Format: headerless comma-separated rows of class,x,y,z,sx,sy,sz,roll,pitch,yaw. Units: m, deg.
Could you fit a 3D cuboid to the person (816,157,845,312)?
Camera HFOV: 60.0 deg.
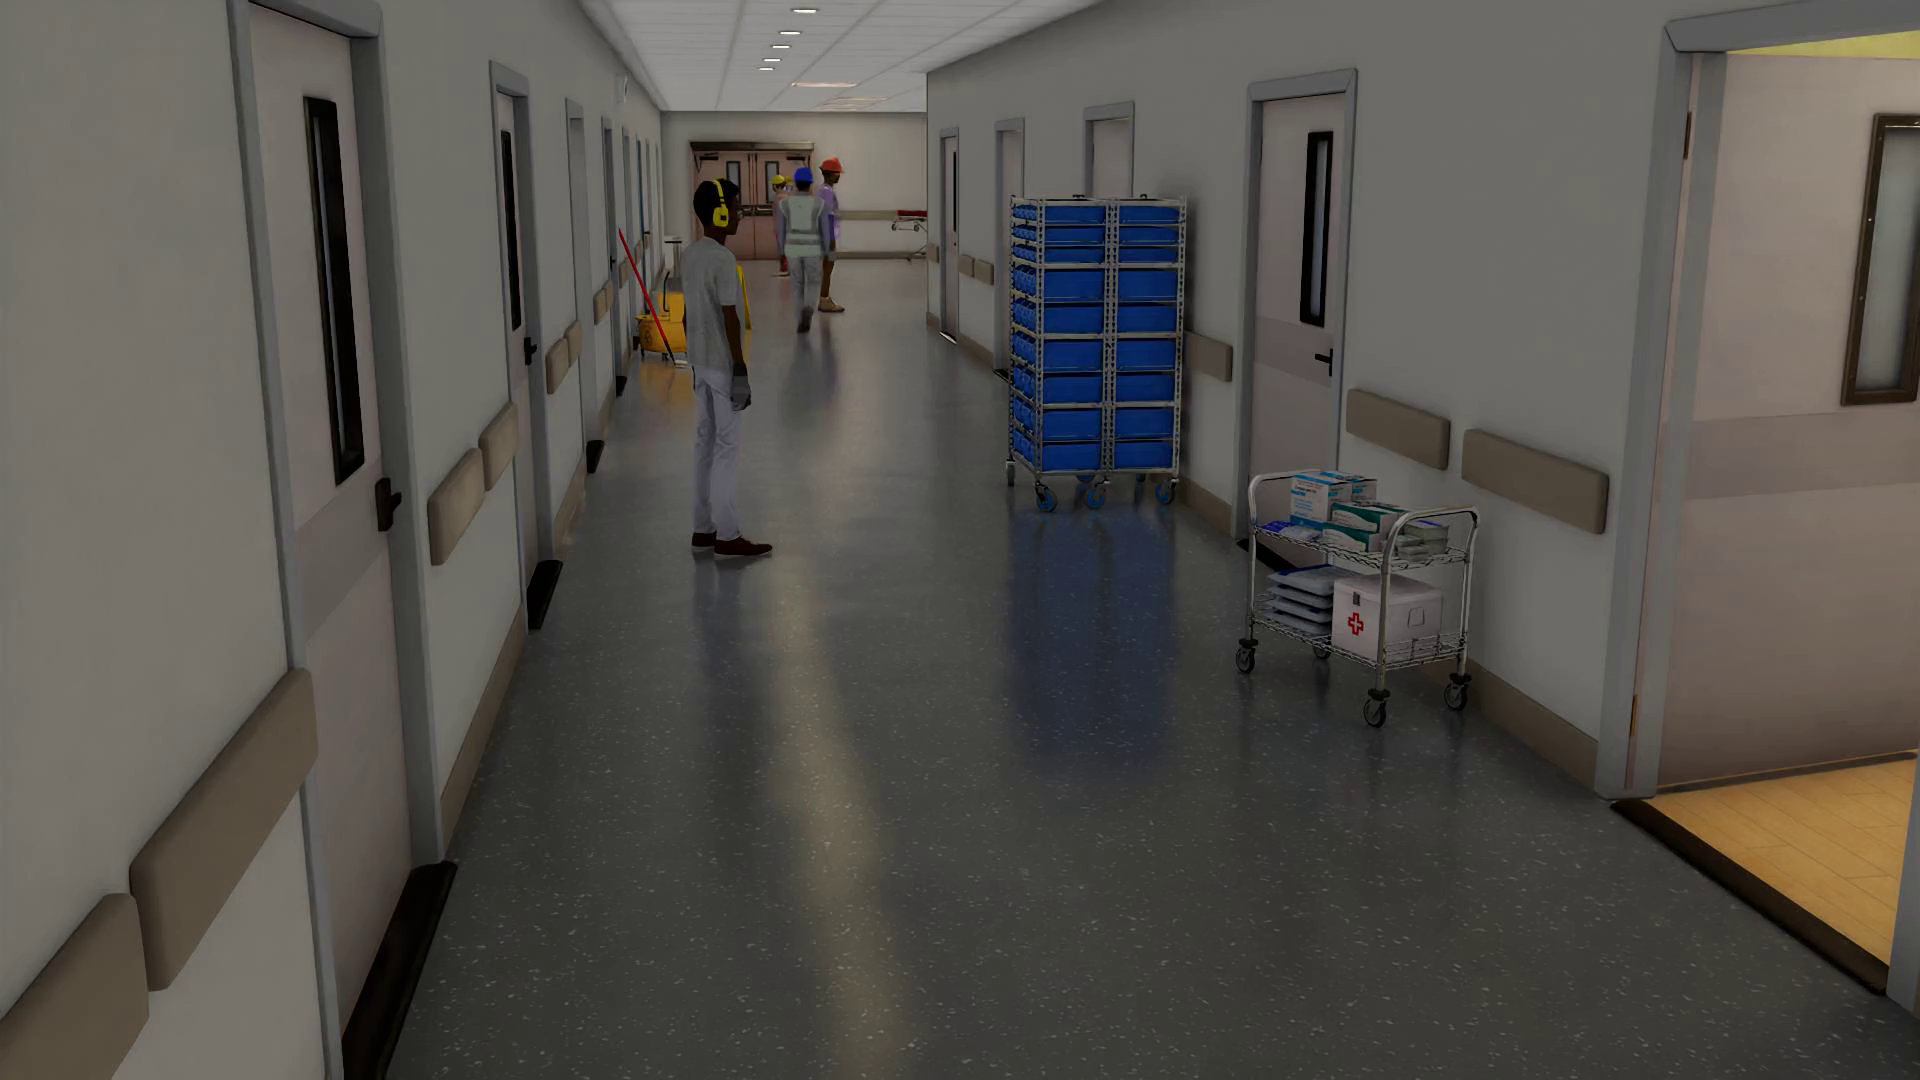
person,-1.726,-4.069,22.217,0.388,2.039,0.615,-2,13,-11

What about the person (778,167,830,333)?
person,-1.814,-3.332,19.223,0.610,1.927,0.648,1,13,5

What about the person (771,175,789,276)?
person,-3.182,-5.550,29.412,0.315,1.770,0.524,3,13,11

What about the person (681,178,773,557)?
person,-1.193,-0.848,8.300,0.328,1.872,0.515,-9,16,-36
